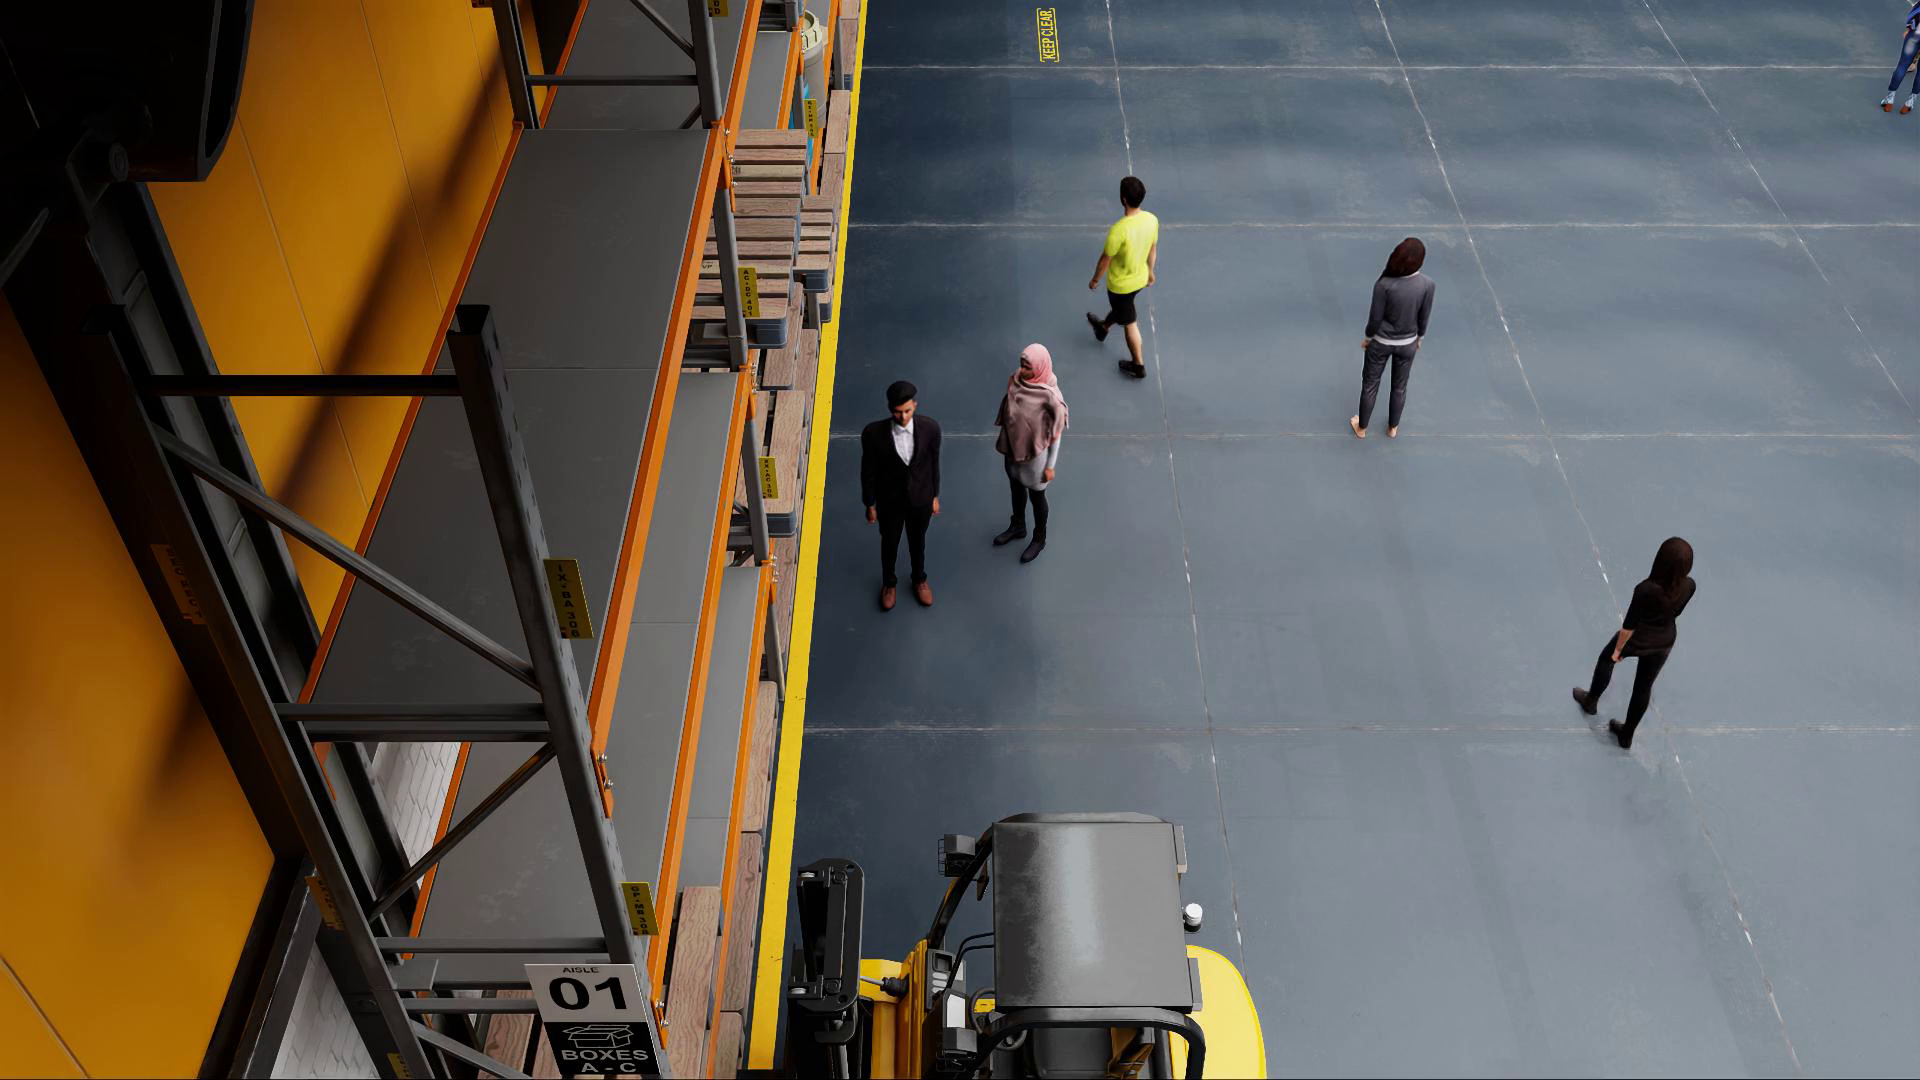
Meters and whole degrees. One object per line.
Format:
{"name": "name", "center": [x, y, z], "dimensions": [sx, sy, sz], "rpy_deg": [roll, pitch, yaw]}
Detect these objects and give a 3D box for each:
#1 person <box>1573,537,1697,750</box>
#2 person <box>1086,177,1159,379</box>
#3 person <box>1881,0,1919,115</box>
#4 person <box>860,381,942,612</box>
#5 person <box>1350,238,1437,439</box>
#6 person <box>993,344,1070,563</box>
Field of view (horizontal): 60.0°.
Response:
{"name": "person", "center": [4.295, 0.692, 10.338], "dimensions": [0.579, 1.624, 0.752], "rpy_deg": [-2, 44, -2]}
{"name": "person", "center": [1.379, -2.030, 13.168], "dimensions": [1.040, 1.663, 1.152], "rpy_deg": [-29, 51, -27]}
{"name": "person", "center": [9.460, -4.952, 16.267], "dimensions": [0.694, 1.618, 0.684], "rpy_deg": [17, 46, 17]}
{"name": "person", "center": [-0.380, -0.315, 11.206], "dimensions": [0.742, 1.884, 0.632], "rpy_deg": [-8, 44, -9]}
{"name": "person", "center": [3.274, -1.511, 12.547], "dimensions": [0.607, 1.767, 0.509], "rpy_deg": [1, 44, 1]}
{"name": "person", "center": [0.481, -0.615, 11.580], "dimensions": [0.742, 1.804, 0.799], "rpy_deg": [34, 53, 30]}
